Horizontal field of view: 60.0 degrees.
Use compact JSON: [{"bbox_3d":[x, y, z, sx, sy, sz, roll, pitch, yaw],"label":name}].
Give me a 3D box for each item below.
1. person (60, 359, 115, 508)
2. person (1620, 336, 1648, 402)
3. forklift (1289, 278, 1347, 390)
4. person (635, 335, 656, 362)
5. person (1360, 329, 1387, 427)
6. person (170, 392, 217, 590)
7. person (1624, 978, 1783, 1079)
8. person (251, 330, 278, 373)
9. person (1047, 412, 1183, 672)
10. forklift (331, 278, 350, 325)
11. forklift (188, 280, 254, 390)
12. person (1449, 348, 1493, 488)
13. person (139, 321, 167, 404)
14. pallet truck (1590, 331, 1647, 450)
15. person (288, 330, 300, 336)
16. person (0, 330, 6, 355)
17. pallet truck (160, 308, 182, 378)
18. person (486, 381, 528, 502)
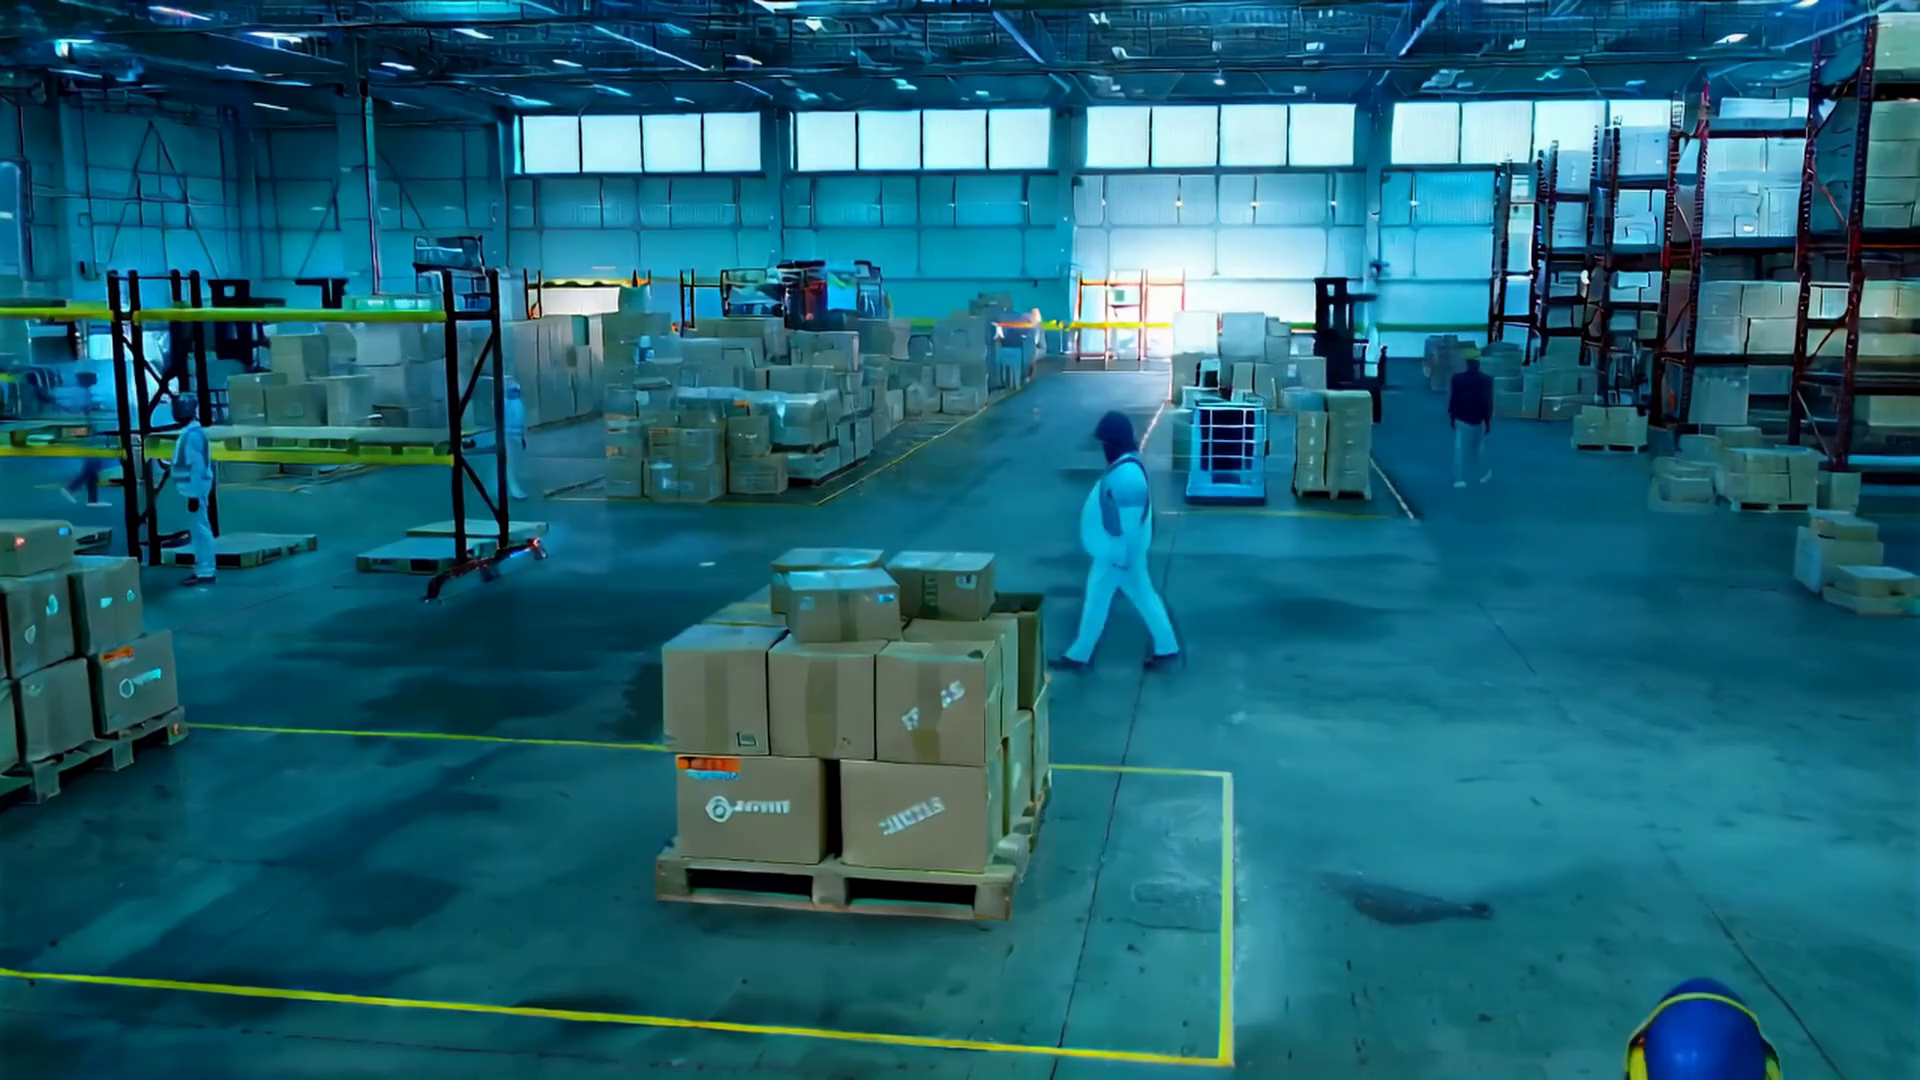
[{"bbox_3d":[-11.142,-1.342,21.146,0.510,1.915,0.603,-5,11,-29],"label":"person"},{"bbox_3d":[13.063,-3.122,32.369,0.625,1.844,0.429,-6,11,-31],"label":"person"},{"bbox_3d":[9.427,-5.284,42.505,1.129,2.768,1.873,-8,12,-41],"label":"forklift"},{"bbox_3d":[-6.783,-3.606,35.970,0.525,1.639,0.307,3,10,19],"label":"person"},{"bbox_3d":[8.043,-3.148,32.329,0.387,1.910,0.591,-5,11,-30],"label":"person"},{"bbox_3d":[-7.325,-0.468,15.871,0.354,1.883,0.576,-6,11,-31],"label":"person"},{"bbox_3d":[1.260,1.646,3.002,0.555,1.822,0.941,3,10,17],"label":"person"},{"bbox_3d":[-13.459,-3.121,32.222,0.618,1.883,0.379,-8,12,-40],"label":"person"},{"bbox_3d":[1.228,-0.009,12.554,1.009,2.000,0.691,2,9,11],"label":"person"},{"bbox_3d":[-16.170,-5.448,43.516,1.873,2.768,1.129,-3,10,-17],"label":"forklift"},{"bbox_3d":[-15.708,-4.216,35.914,1.129,2.768,1.873,5,10,28],"label":"forklift"},{"bbox_3d":[7.210,-1.718,23.372,0.647,1.942,0.990,7,12,38],"label":"person"},{"bbox_3d":[-18.376,-4.047,37.845,0.642,1.926,0.395,0,9,0],"label":"person"},{"bbox_3d":[11.253,-2.573,28.499,0.823,1.965,1.885,5,10,27],"label":"pallet truck"},{"bbox_3d":[-12.517,-2.997,31.381,0.643,1.916,0.678,0,9,0],"label":"person"},{"bbox_3d":[-22.582,-4.140,39.081,0.318,1.700,0.536,-2,9,-9],"label":"person"},{"bbox_3d":[-21.869,-5.598,47.154,0.823,1.965,1.885,4,10,26],"label":"pallet truck"},{"bbox_3d":[-5.938,-1.291,21.817,0.528,1.585,0.816,-9,13,-42],"label":"person"}]
